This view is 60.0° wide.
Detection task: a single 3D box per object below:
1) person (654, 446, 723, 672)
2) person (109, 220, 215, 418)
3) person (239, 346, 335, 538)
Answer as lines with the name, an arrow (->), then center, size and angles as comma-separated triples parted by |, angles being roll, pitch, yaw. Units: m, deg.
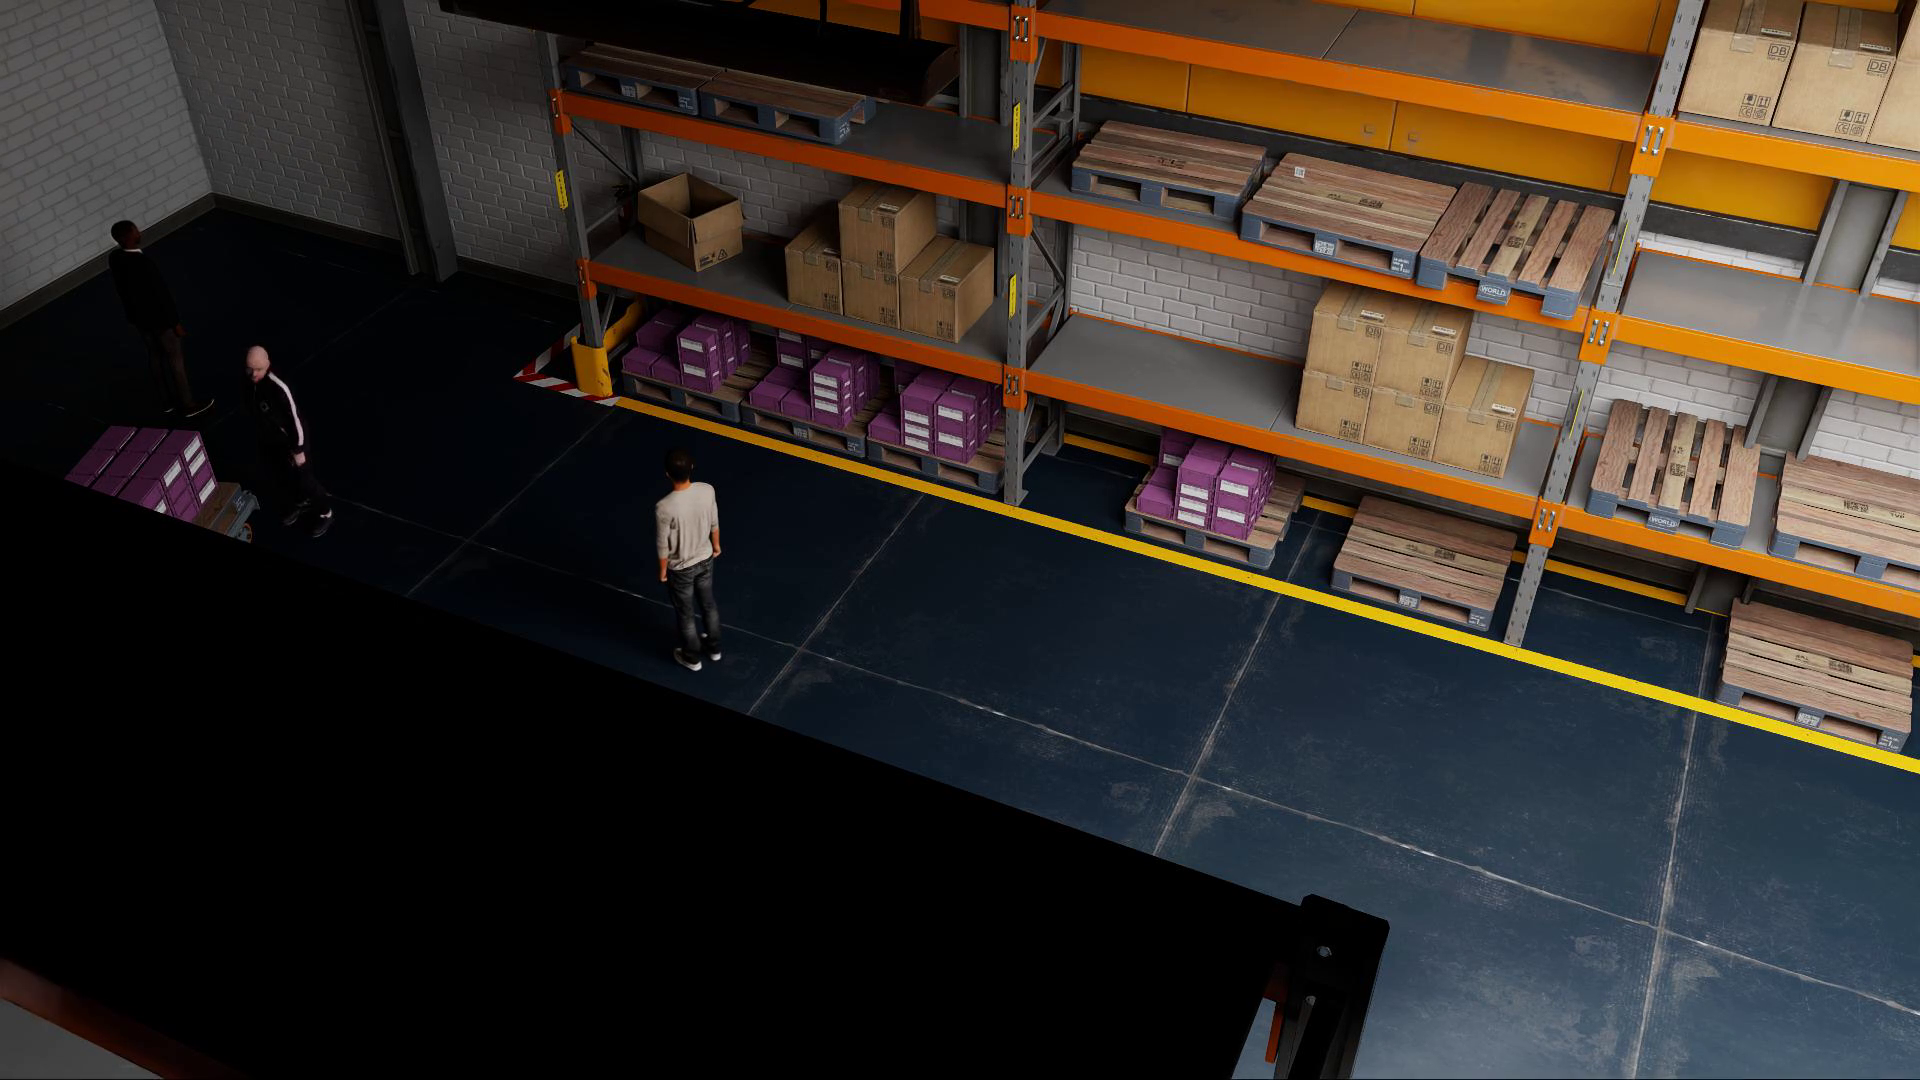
person -> -1.859, 0.145, 11.495 | 0.723, 1.807, 0.686 | -30, 47, -32
person -> -6.798, -1.868, 14.021 | 0.465, 1.800, 0.721 | 15, 41, 18
person -> -5.111, -0.784, 12.671 | 0.603, 1.791, 0.827 | 29, 47, 32
